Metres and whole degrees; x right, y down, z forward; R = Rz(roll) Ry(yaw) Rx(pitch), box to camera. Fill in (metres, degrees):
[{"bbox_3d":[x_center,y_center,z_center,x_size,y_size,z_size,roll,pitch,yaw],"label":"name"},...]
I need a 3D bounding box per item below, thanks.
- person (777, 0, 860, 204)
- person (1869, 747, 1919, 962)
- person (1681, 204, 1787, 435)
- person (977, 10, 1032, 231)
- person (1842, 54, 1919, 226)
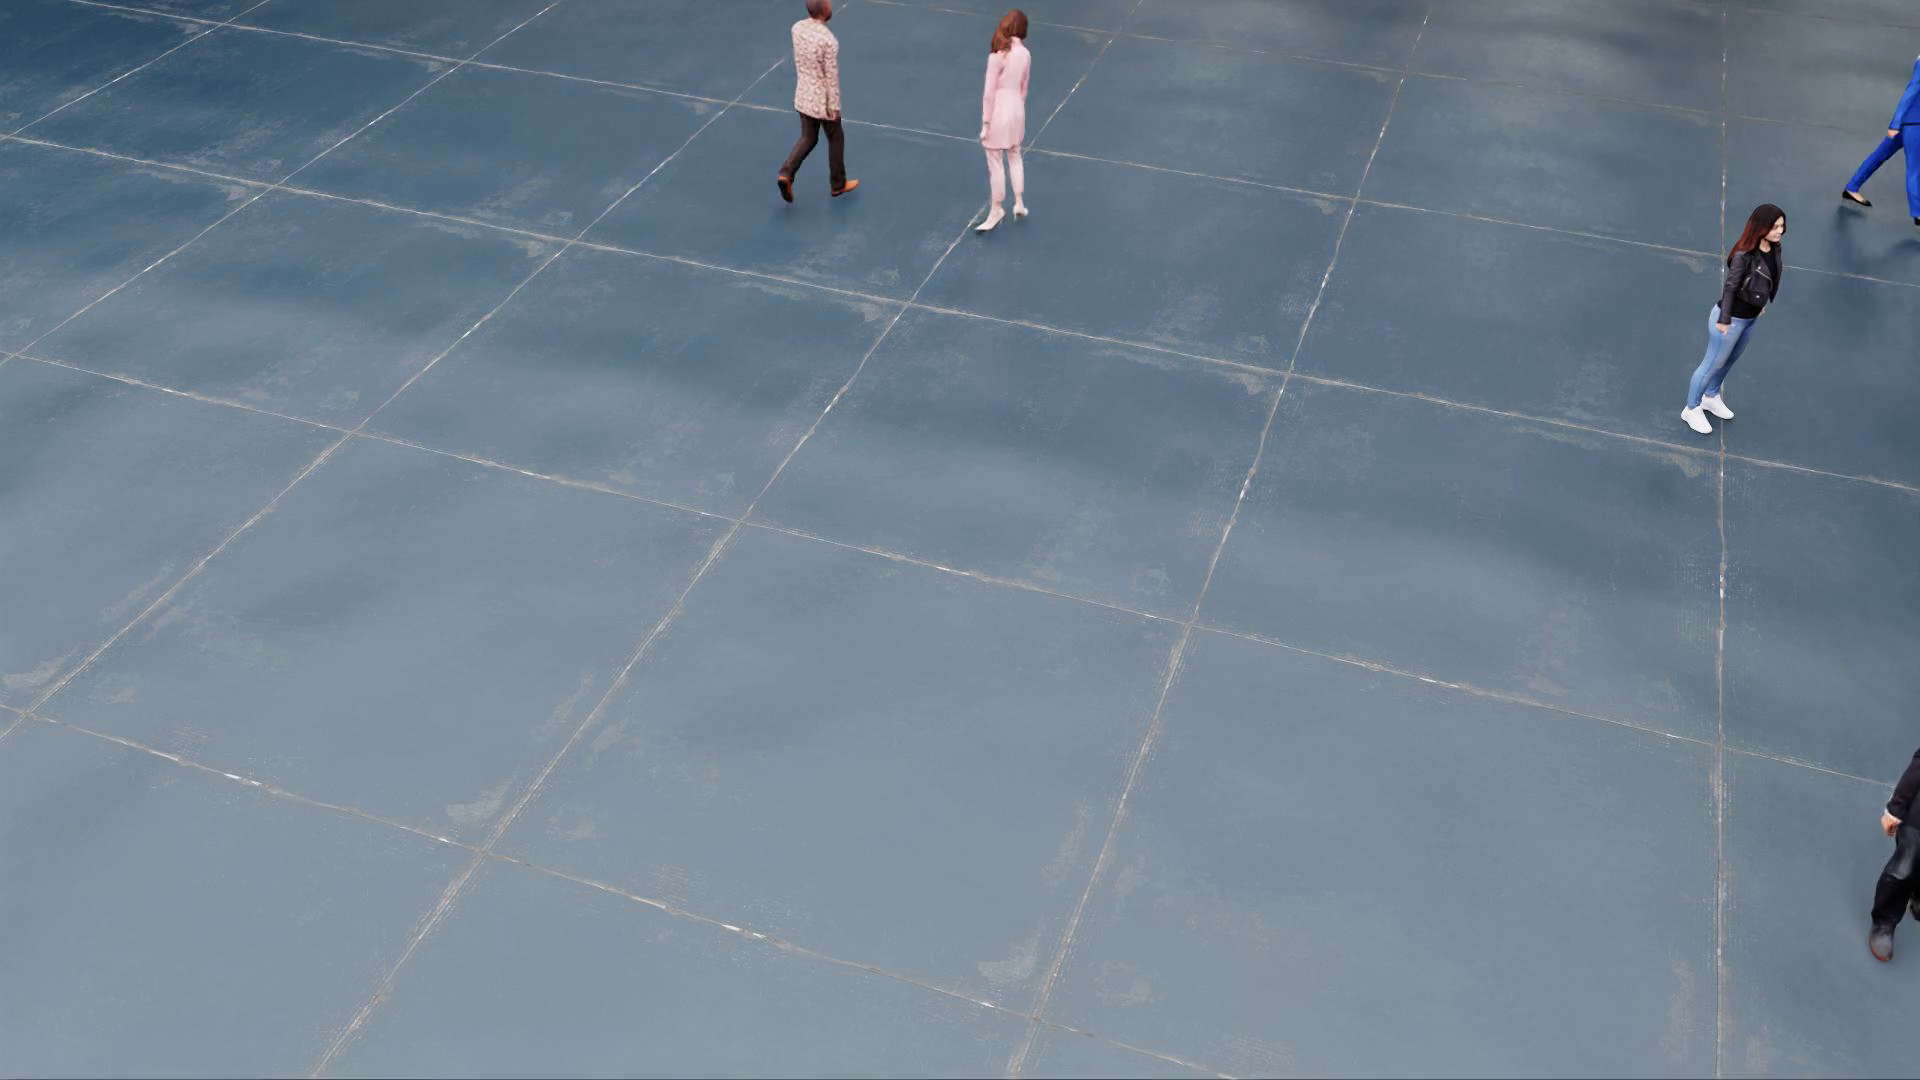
[{"bbox_3d":[-1.245,-3.652,13.879,0.901,1.784,1.133,28,46,31],"label":"person"},{"bbox_3d":[4.581,1.179,7.687,0.674,1.805,0.716,12,40,15],"label":"person"},{"bbox_3d":[5.266,-1.519,11.274,0.678,1.635,0.784,-26,45,-29],"label":"person"},{"bbox_3d":[0.339,-3.374,13.527,0.846,1.779,0.685,22,43,26],"label":"person"},{"bbox_3d":[7.773,-3.467,13.748,1.154,1.654,1.052,-29,46,-32],"label":"person"}]
